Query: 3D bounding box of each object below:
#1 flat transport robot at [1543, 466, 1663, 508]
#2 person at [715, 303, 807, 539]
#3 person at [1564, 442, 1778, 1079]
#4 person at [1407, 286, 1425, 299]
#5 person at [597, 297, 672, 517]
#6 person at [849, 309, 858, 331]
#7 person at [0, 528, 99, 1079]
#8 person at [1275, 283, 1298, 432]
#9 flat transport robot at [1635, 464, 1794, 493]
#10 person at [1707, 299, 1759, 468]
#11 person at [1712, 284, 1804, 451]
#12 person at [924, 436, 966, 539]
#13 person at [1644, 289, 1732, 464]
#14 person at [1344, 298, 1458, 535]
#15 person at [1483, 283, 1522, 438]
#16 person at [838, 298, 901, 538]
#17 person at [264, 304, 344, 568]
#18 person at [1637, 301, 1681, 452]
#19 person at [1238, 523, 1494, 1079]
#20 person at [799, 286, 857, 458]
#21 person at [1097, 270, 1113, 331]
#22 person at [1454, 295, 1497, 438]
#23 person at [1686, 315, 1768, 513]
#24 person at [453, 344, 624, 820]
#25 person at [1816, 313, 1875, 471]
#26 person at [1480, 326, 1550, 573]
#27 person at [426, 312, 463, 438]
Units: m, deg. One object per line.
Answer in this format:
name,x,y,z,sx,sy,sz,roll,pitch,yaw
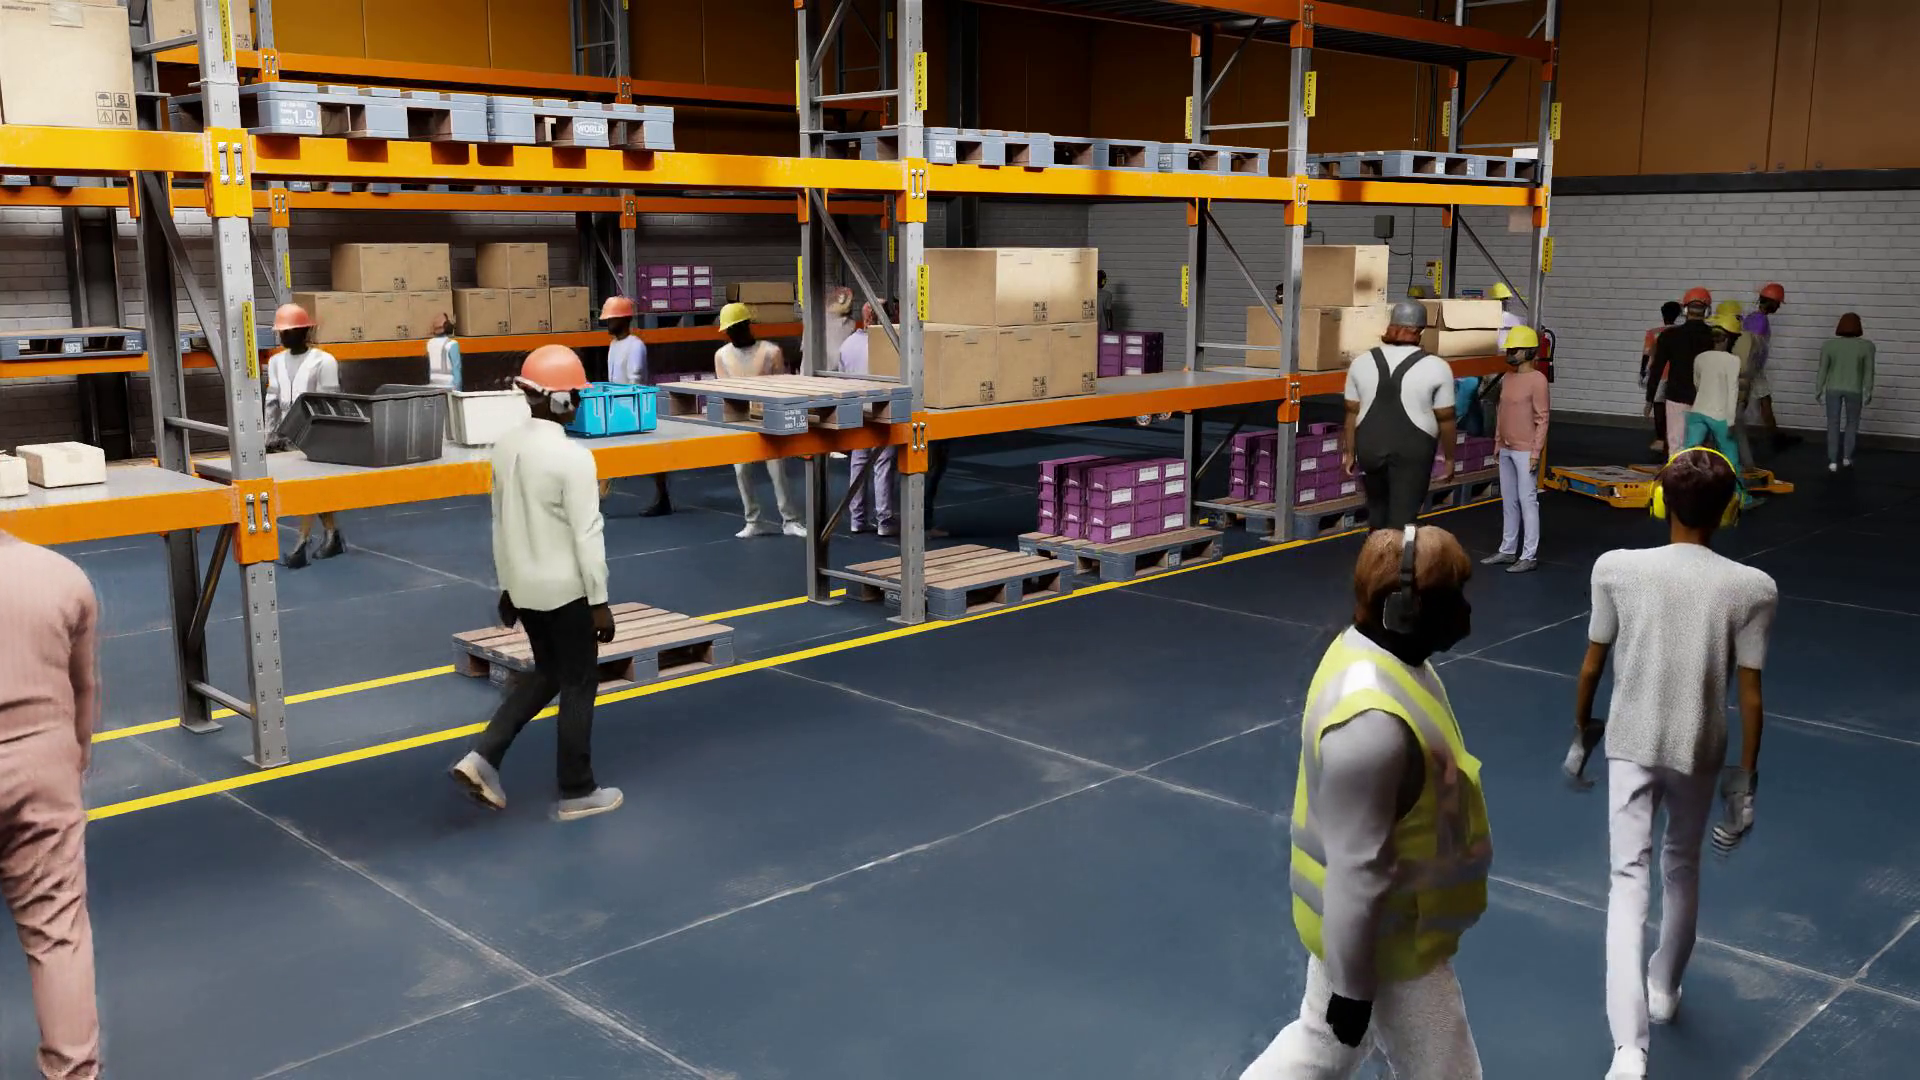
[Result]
flat transport robot,5.991,-0.502,15.210,0.652,0.197,1.431,-2,11,-8
person,-1.560,-0.929,13.175,0.793,1.878,0.385,2,11,9
person,2.026,0.632,4.791,0.521,1.830,0.959,3,11,18
person,5.996,-2.478,21.970,0.492,1.742,0.318,-6,12,-30
person,-2.865,-1.096,14.032,0.984,1.883,0.568,-9,13,-39
person,-1.399,-2.081,20.053,0.897,1.649,0.542,-9,14,-41
person,-2.655,0.676,4.497,0.976,1.841,0.656,9,14,40
person,3.769,-2.026,19.195,0.316,1.861,0.514,0,10,0
flat transport robot,6.978,-0.577,15.617,1.431,0.197,0.652,-1,11,-7
person,7.372,-1.401,15.966,0.594,1.803,0.856,-1,10,-6
person,8.915,-1.911,18.542,0.967,1.862,0.601,2,11,10
person,-0.216,-0.943,13.168,0.456,1.902,0.587,-6,12,-30
person,6.404,-1.228,14.631,0.715,1.925,0.973,3,11,14
person,2.936,-0.607,10.954,0.702,2.000,0.961,7,13,34
person,5.852,-1.822,17.975,0.589,1.897,0.832,-8,13,-38
person,-0.663,-0.977,13.336,0.652,1.906,0.404,9,14,40
person,-4.858,-0.753,12.126,0.564,1.896,0.906,3,11,18
person,7.844,-1.816,18.519,0.547,1.672,0.381,-1,10,-6
person,0.882,0.842,3.717,0.907,1.811,0.633,3,11,14
person,-1.376,-1.789,17.873,0.468,1.870,0.698,9,14,42
person,2.148,-3.251,25.840,0.532,1.868,0.310,5,12,28
person,5.284,-1.655,17.359,0.925,1.800,0.565,-1,10,-7
person,6.519,-1.055,14.249,0.889,1.714,0.540,-4,11,-22
person,-1.696,0.200,6.731,0.620,1.973,0.585,10,14,43
person,9.109,-1.532,17.141,0.523,1.608,0.670,5,12,27
person,3.996,-0.650,11.937,0.314,1.767,0.534,-3,11,-14
person,-5.199,-1.495,16.899,0.537,1.626,0.371,8,13,38
